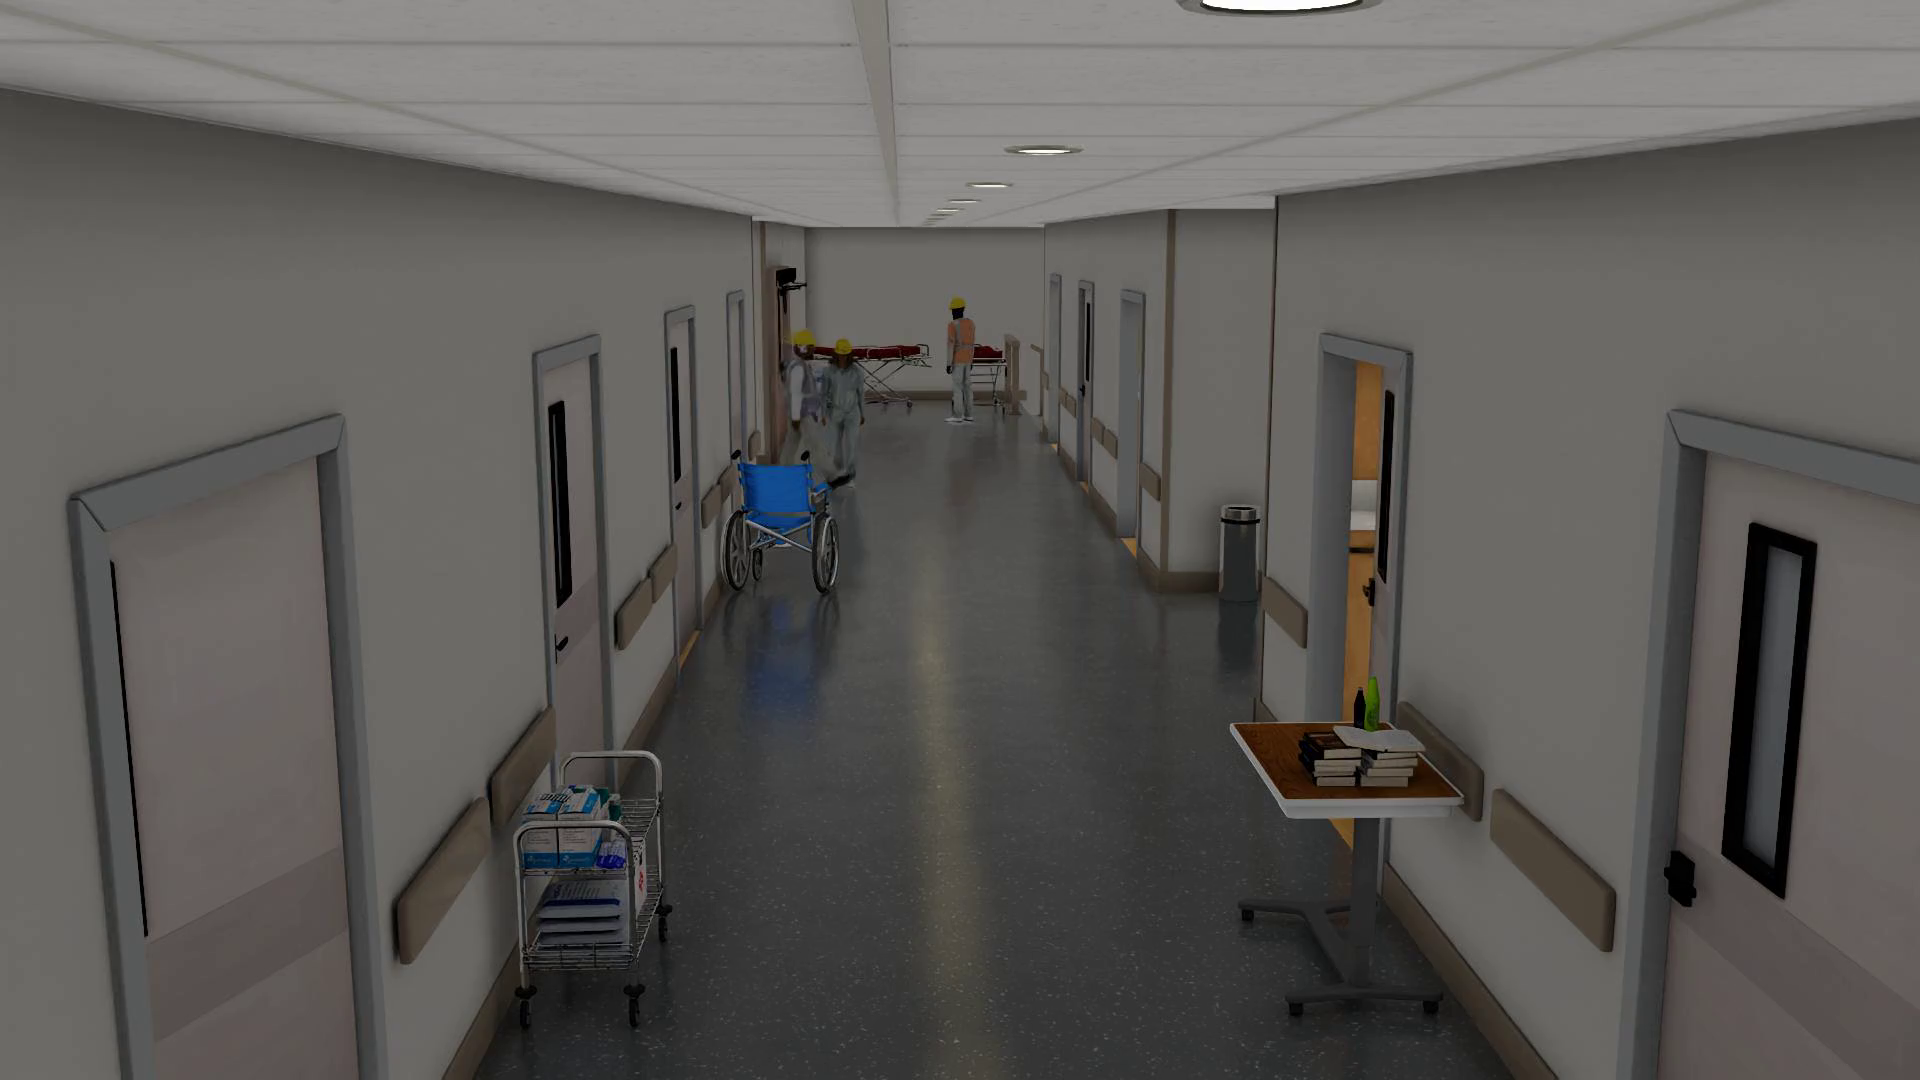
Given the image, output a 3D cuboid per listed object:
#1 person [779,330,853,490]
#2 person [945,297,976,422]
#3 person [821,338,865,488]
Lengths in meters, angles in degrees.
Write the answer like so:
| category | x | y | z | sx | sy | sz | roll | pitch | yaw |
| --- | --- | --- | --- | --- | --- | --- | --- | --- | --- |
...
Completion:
| category | x | y | z | sx | sy | sz | roll | pitch | yaw |
| --- | --- | --- | --- | --- | --- | --- | --- | --- | --- |
| person | -1.666 | -1.437 | 18.551 | 0.886 | 1.788 | 0.612 | -1 | 10 | -8 |
| person | -0.008 | -2.776 | 25.669 | 0.397 | 1.920 | 0.586 | 8 | 13 | 39 |
| person | -1.326 | -1.467 | 18.987 | 0.498 | 1.700 | 0.711 | 0 | 10 | 0 |
